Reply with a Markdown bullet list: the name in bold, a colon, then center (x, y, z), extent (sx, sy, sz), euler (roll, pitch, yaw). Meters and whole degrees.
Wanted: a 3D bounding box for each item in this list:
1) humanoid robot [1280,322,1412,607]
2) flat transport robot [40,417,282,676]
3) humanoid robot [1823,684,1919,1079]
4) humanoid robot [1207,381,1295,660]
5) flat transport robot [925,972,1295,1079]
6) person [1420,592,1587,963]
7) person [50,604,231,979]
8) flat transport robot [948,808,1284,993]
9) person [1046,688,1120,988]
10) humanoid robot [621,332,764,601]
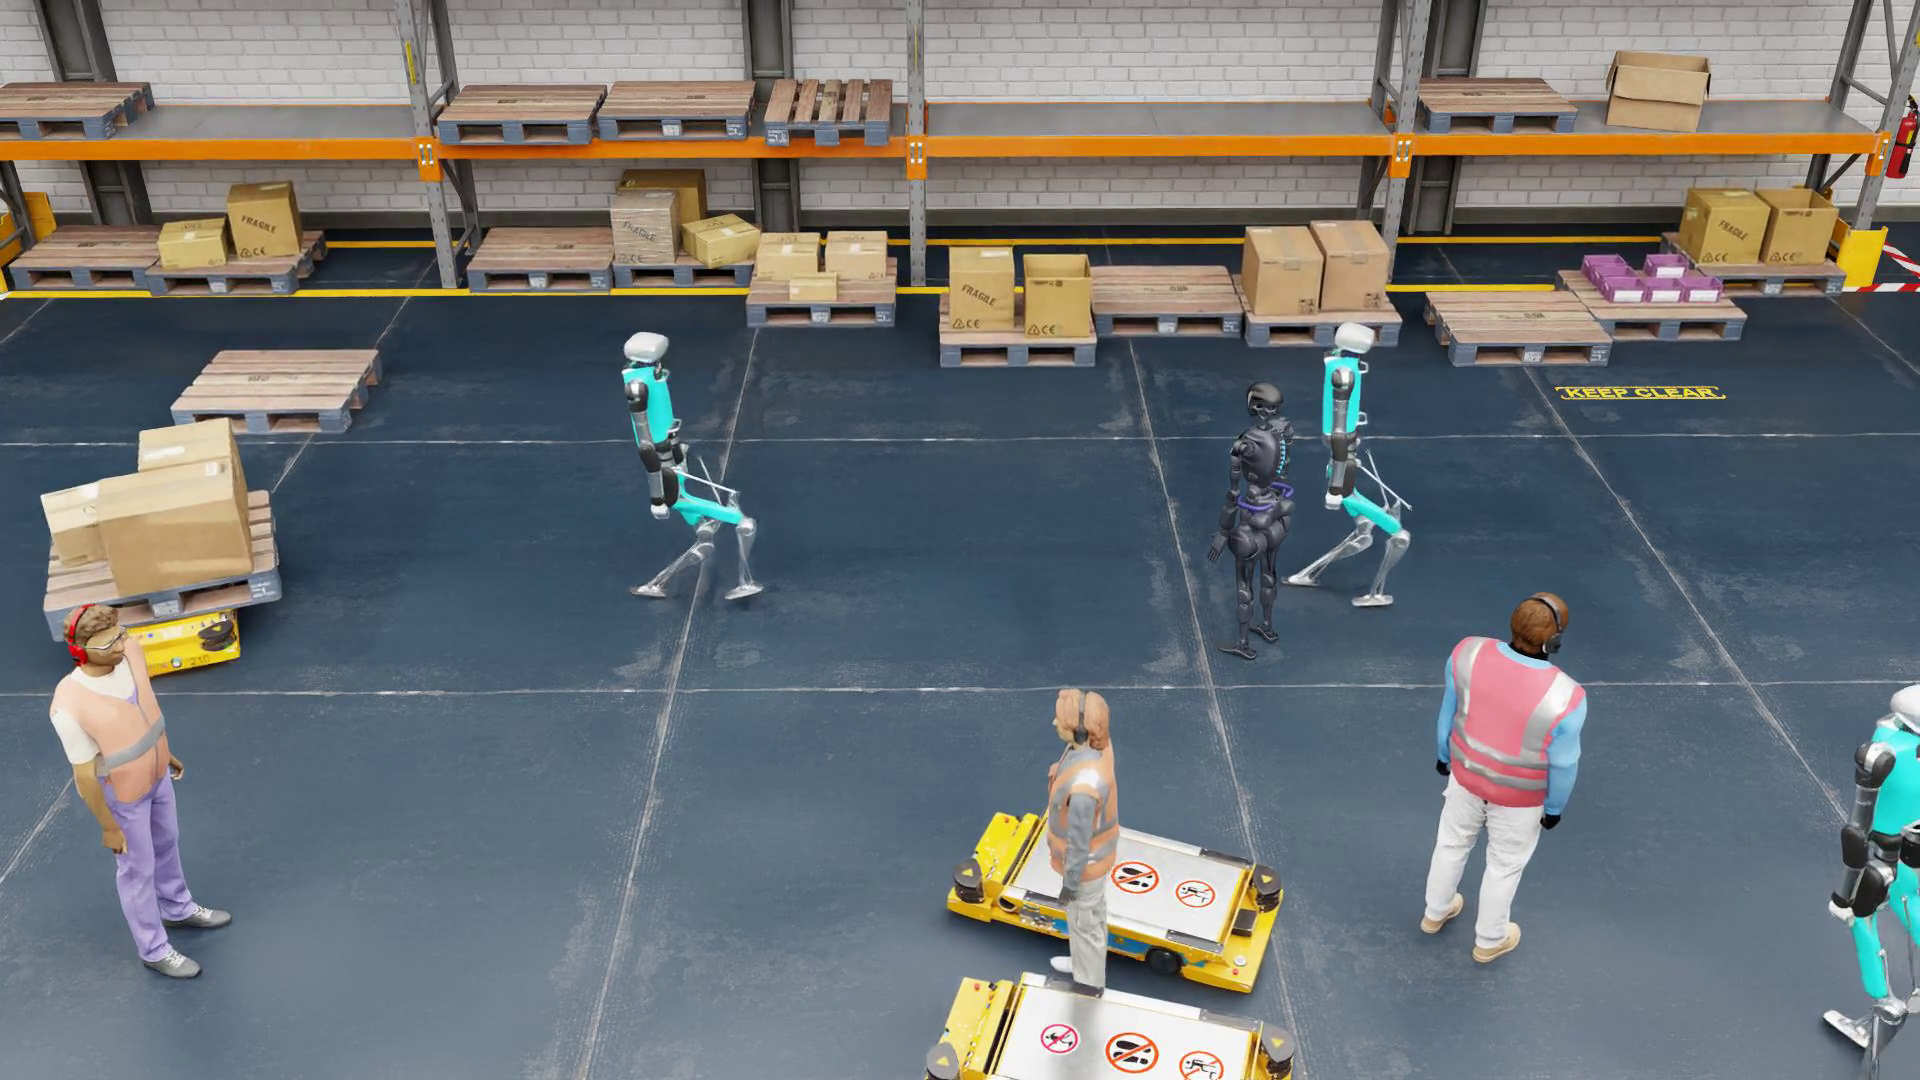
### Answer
- **humanoid robot**: center (2.394, -0.389, 9.656), extent (0.886, 1.784, 0.567), euler (6, 32, 10)
- **flat transport robot**: center (-4.657, 0.327, 9.866), extent (0.659, 0.231, 1.431), euler (-12, 33, -19)
- **humanoid robot**: center (3.804, 1.500, 6.598), extent (0.545, 1.899, 0.756), euler (-16, 34, -25)
- **humanoid robot**: center (1.636, -0.115, 9.221), extent (0.599, 1.657, 0.315), euler (-27, 40, -37)
- **flat transport robot**: center (0.616, 2.164, 6.809), extent (1.431, 0.231, 0.659), euler (8, 32, 14)
- **person**: center (2.345, 1.021, 7.199), extent (0.625, 1.836, 0.431), euler (27, 40, 37)
- **person**: center (-3.553, 1.055, 7.124), extent (0.374, 1.843, 0.566), euler (2, 31, 3)
- **flat transport robot**: center (0.724, 1.629, 7.700), extent (1.431, 0.231, 0.659), euler (12, 33, 19)
- **person**: center (0.505, 1.304, 6.913), extent (0.310, 1.635, 0.518), euler (4, 31, 6)
- **humanoid robot**: center (-1.492, -0.351, 9.625), extent (1.033, 1.770, 0.546), euler (1, 31, 2)
